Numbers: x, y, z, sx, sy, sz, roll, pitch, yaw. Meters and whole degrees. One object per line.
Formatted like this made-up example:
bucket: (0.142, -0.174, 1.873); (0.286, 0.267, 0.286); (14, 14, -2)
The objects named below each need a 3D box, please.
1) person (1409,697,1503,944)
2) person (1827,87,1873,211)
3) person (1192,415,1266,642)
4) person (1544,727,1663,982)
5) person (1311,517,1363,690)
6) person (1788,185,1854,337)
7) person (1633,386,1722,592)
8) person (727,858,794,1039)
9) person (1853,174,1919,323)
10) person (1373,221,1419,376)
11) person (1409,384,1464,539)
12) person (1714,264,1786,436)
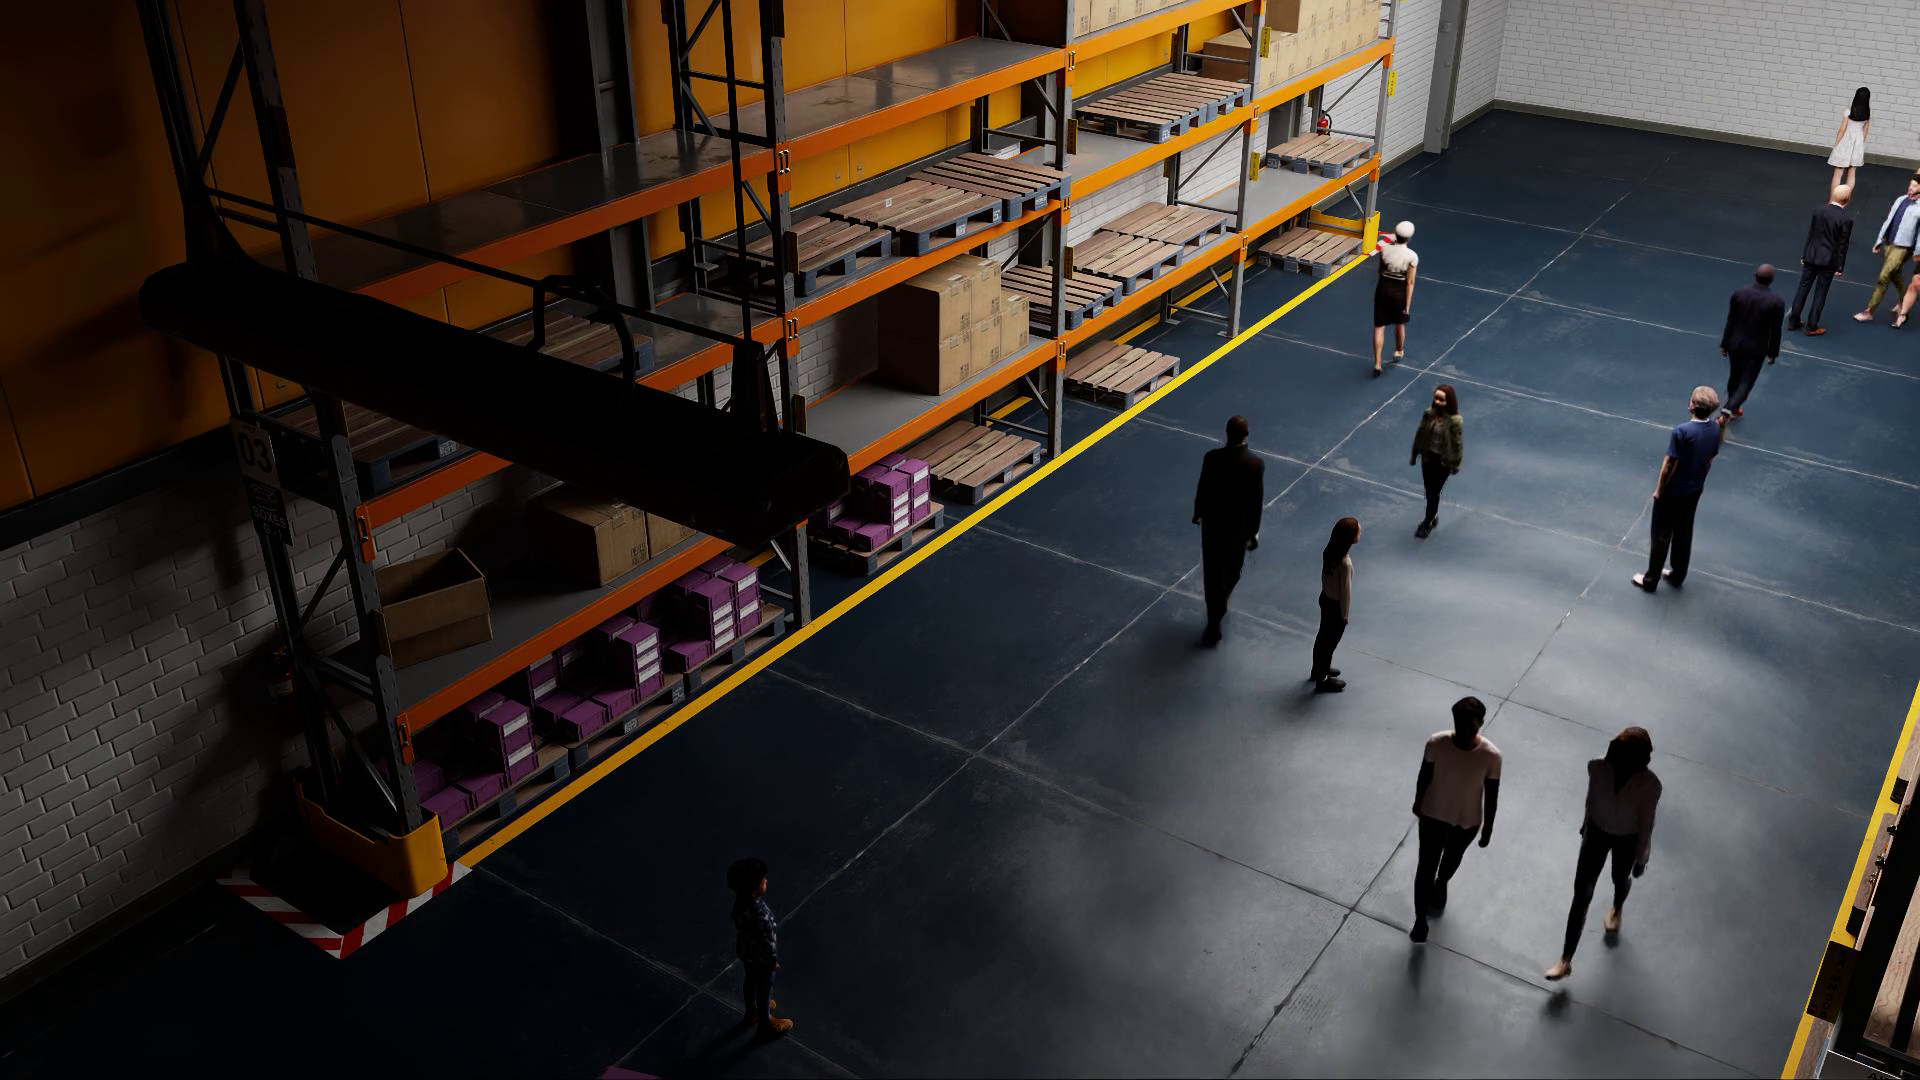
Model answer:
person: (3.145, 1.676, 10.560); (0.822, 1.689, 1.099); (10, 30, 18)
person: (12.713, -5.584, 23.781); (0.771, 1.774, 0.807); (1, 29, 3)
person: (2.172, -0.069, 13.588); (1.089, 1.853, 1.367); (4, 29, 8)
person: (4.043, 1.834, 10.230); (0.709, 1.728, 1.269); (22, 35, 34)
person: (2.911, 0.485, 12.960); (0.658, 1.483, 0.599); (-5, 29, -9)
person: (10.139, -3.300, 19.568); (0.720, 1.799, 0.753); (-18, 33, -29)
person: (6.191, -0.435, 14.245); (0.689, 1.867, 0.792); (-9, 30, -16)
person: (-1.189, 2.372, 9.743); (0.584, 1.251, 0.564); (-18, 33, -30)
person: (11.340, -3.503, 19.968); (1.257, 1.772, 1.163); (-7, 29, -12)
person: (4.750, -2.634, 18.431); (0.640, 1.719, 0.972); (16, 32, 27)
person: (4.420, -0.752, 15.249); (0.729, 1.463, 0.692); (-22, 36, -35)
person: (8.044, -1.930, 17.067); (1.205, 1.790, 0.858); (-25, 37, -37)
